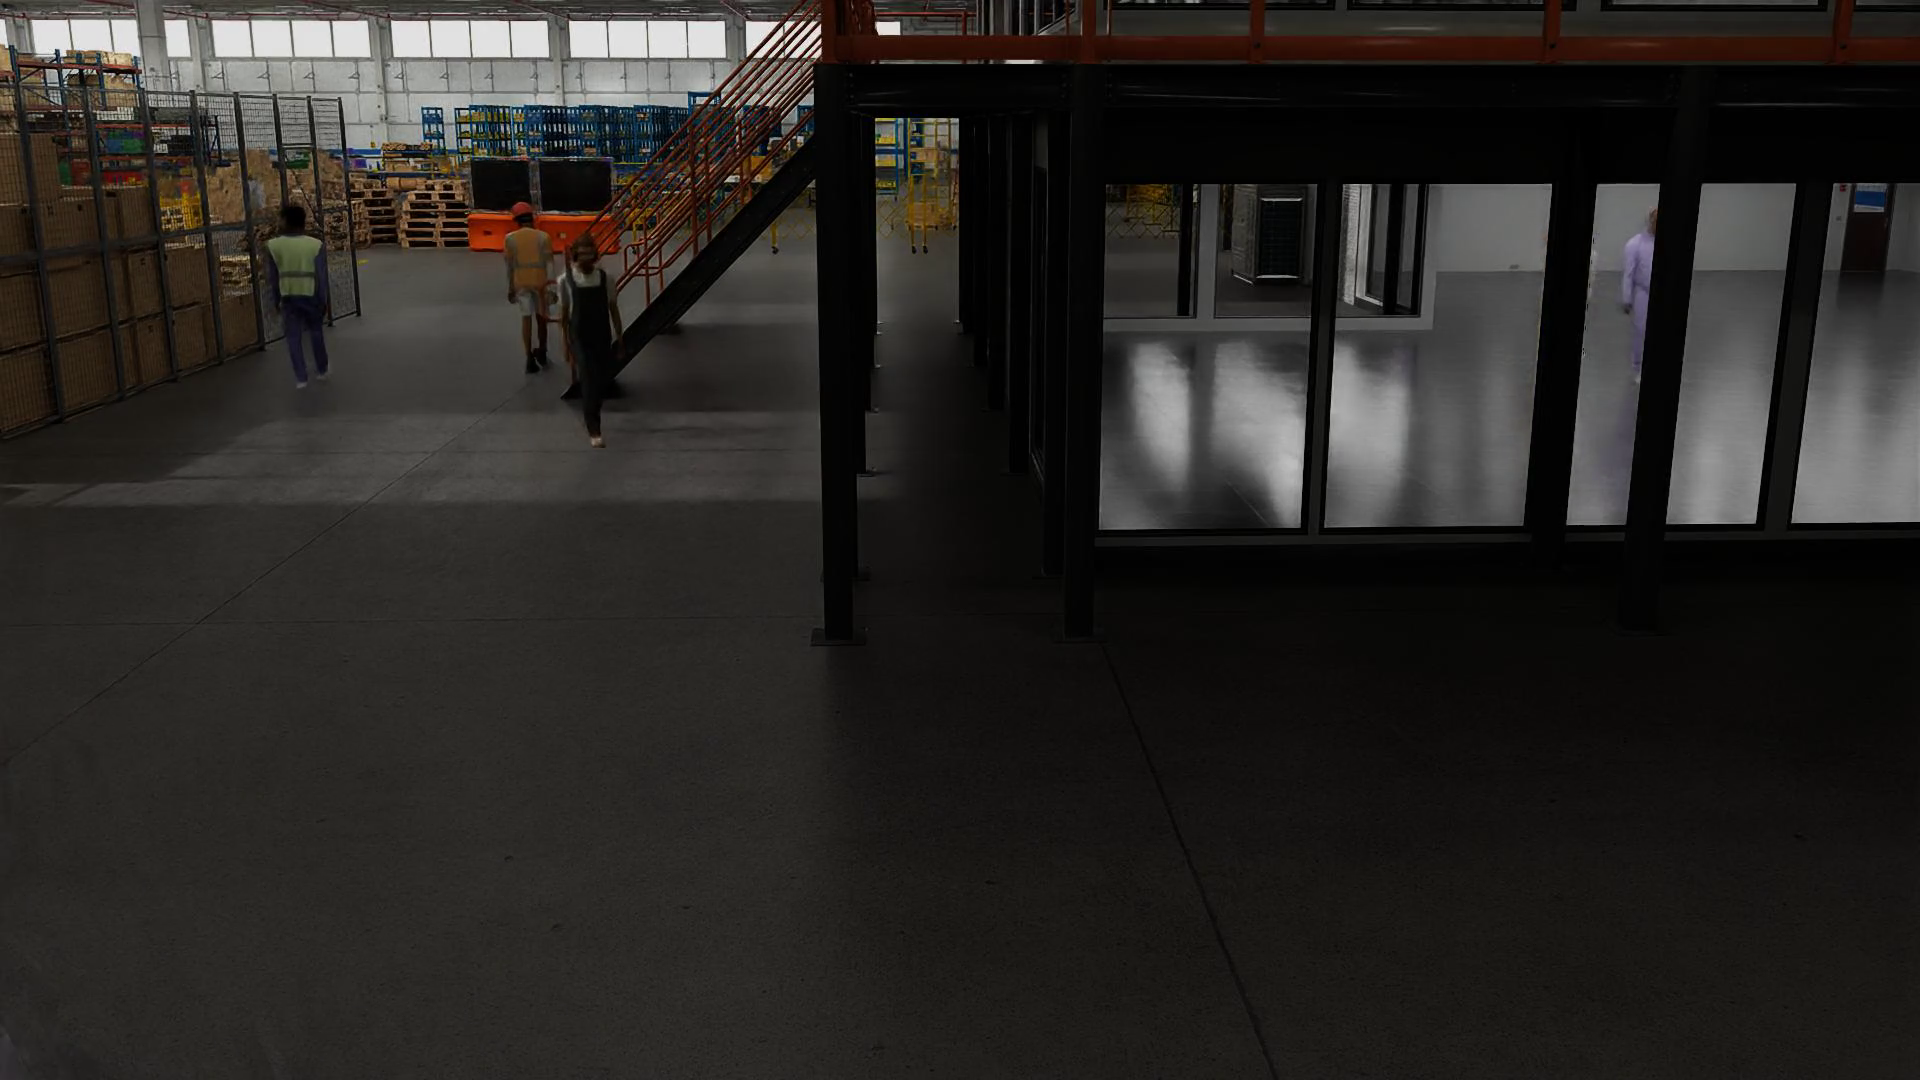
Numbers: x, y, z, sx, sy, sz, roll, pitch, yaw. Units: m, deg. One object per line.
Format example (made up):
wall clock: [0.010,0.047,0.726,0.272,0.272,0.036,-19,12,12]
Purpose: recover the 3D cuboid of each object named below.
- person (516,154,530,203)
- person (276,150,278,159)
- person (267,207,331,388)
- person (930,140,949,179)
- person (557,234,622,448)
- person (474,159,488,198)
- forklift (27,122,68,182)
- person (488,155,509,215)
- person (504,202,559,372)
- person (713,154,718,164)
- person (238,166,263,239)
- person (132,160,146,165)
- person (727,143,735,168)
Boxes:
person: [-11.987,-9.657,45.863,0.371,1.928,0.543,2,14,7]
person: [-36.811,-20.639,90.110,0.330,1.751,0.564,-2,14,-10]
person: [-7.023,-2.595,17.748,0.611,1.865,0.987,-3,14,-11]
person: [-1.045,-19.145,83.710,0.871,1.970,0.617,6,15,22]
person: [-3.228,-1.753,14.501,0.517,1.822,0.799,-6,15,-24]
person: [-15.710,-11.725,54.771,0.519,1.618,0.534,6,15,23]
forklift: [-35.376,-14.773,64.377,1.129,2.768,1.873,-1,14,-2]
person: [-11.682,-8.754,42.162,0.487,1.973,0.620,5,15,20]
person: [-4.842,-2.863,18.812,0.587,1.874,1.021,-4,14,-14]
person: [-10.908,-16.645,74.143,0.485,1.748,0.543,2,14,9]
person: [-16.192,-7.594,37.876,0.606,1.794,0.834,1,14,5]
person: [-33.766,-15.225,68.397,0.875,1.798,0.603,10,17,34]
person: [-11.781,-19.490,85.389,0.445,1.822,0.604,2,14,10]
